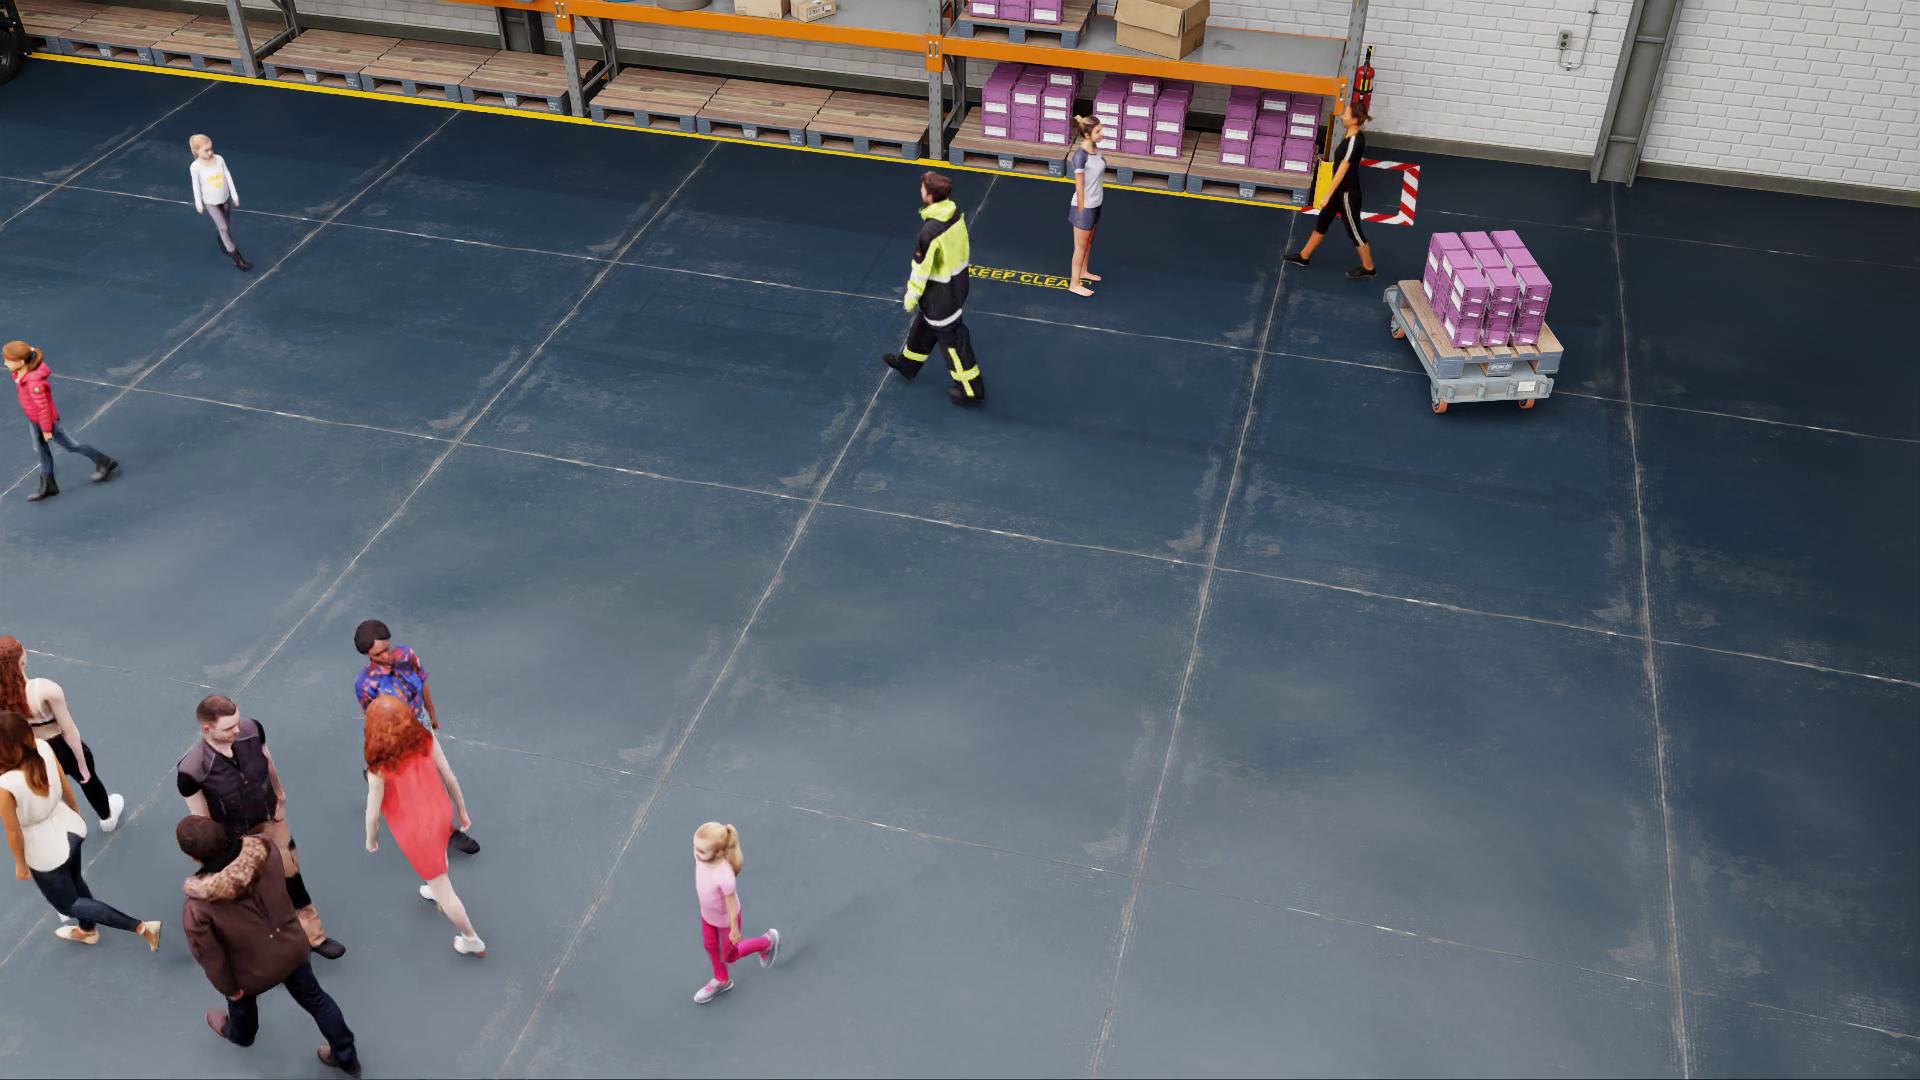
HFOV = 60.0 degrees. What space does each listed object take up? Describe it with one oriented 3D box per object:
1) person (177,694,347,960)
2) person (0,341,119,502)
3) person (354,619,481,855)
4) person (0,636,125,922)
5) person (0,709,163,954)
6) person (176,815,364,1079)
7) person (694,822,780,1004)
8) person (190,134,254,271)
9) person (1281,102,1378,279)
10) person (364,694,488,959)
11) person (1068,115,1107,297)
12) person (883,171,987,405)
[{"bbox_3d":[-3.921,1.471,8.928,1.284,1.783,1.001,26,45,29],"label":"person"},{"bbox_3d":[-6.692,-0.913,12.309,0.861,1.289,0.911,-31,48,-33],"label":"person"},{"bbox_3d":[-3.213,1.095,9.451,1.079,1.719,0.717,16,41,19],"label":"person"},{"bbox_3d":[-5.043,1.315,9.193,1.265,1.698,1.049,-6,39,-8],"label":"person"},{"bbox_3d":[-4.700,1.607,8.770,0.996,1.769,0.688,5,39,6],"label":"person"},{"bbox_3d":[-3.362,2.055,8.185,1.208,1.798,0.946,20,43,23],"label":"person"},{"bbox_3d":[-1.215,1.934,8.767,0.779,1.261,0.770,-28,46,-31],"label":"person"},{"bbox_3d":[-6.778,-3.106,15.080,0.972,1.258,0.721,27,46,29],"label":"person"},{"bbox_3d":[3.488,-3.043,14.705,1.100,1.628,0.633,7,39,9],"label":"person"},{"bbox_3d":[-2.755,1.581,8.775,0.951,1.802,0.767,21,43,24],"label":"person"},{"bbox_3d":[1.109,-2.951,14.592,0.566,1.625,0.598,13,41,16],"label":"person"},{"bbox_3d":[-0.072,-1.921,13.057,1.271,1.931,0.928,16,41,19],"label":"person"}]
